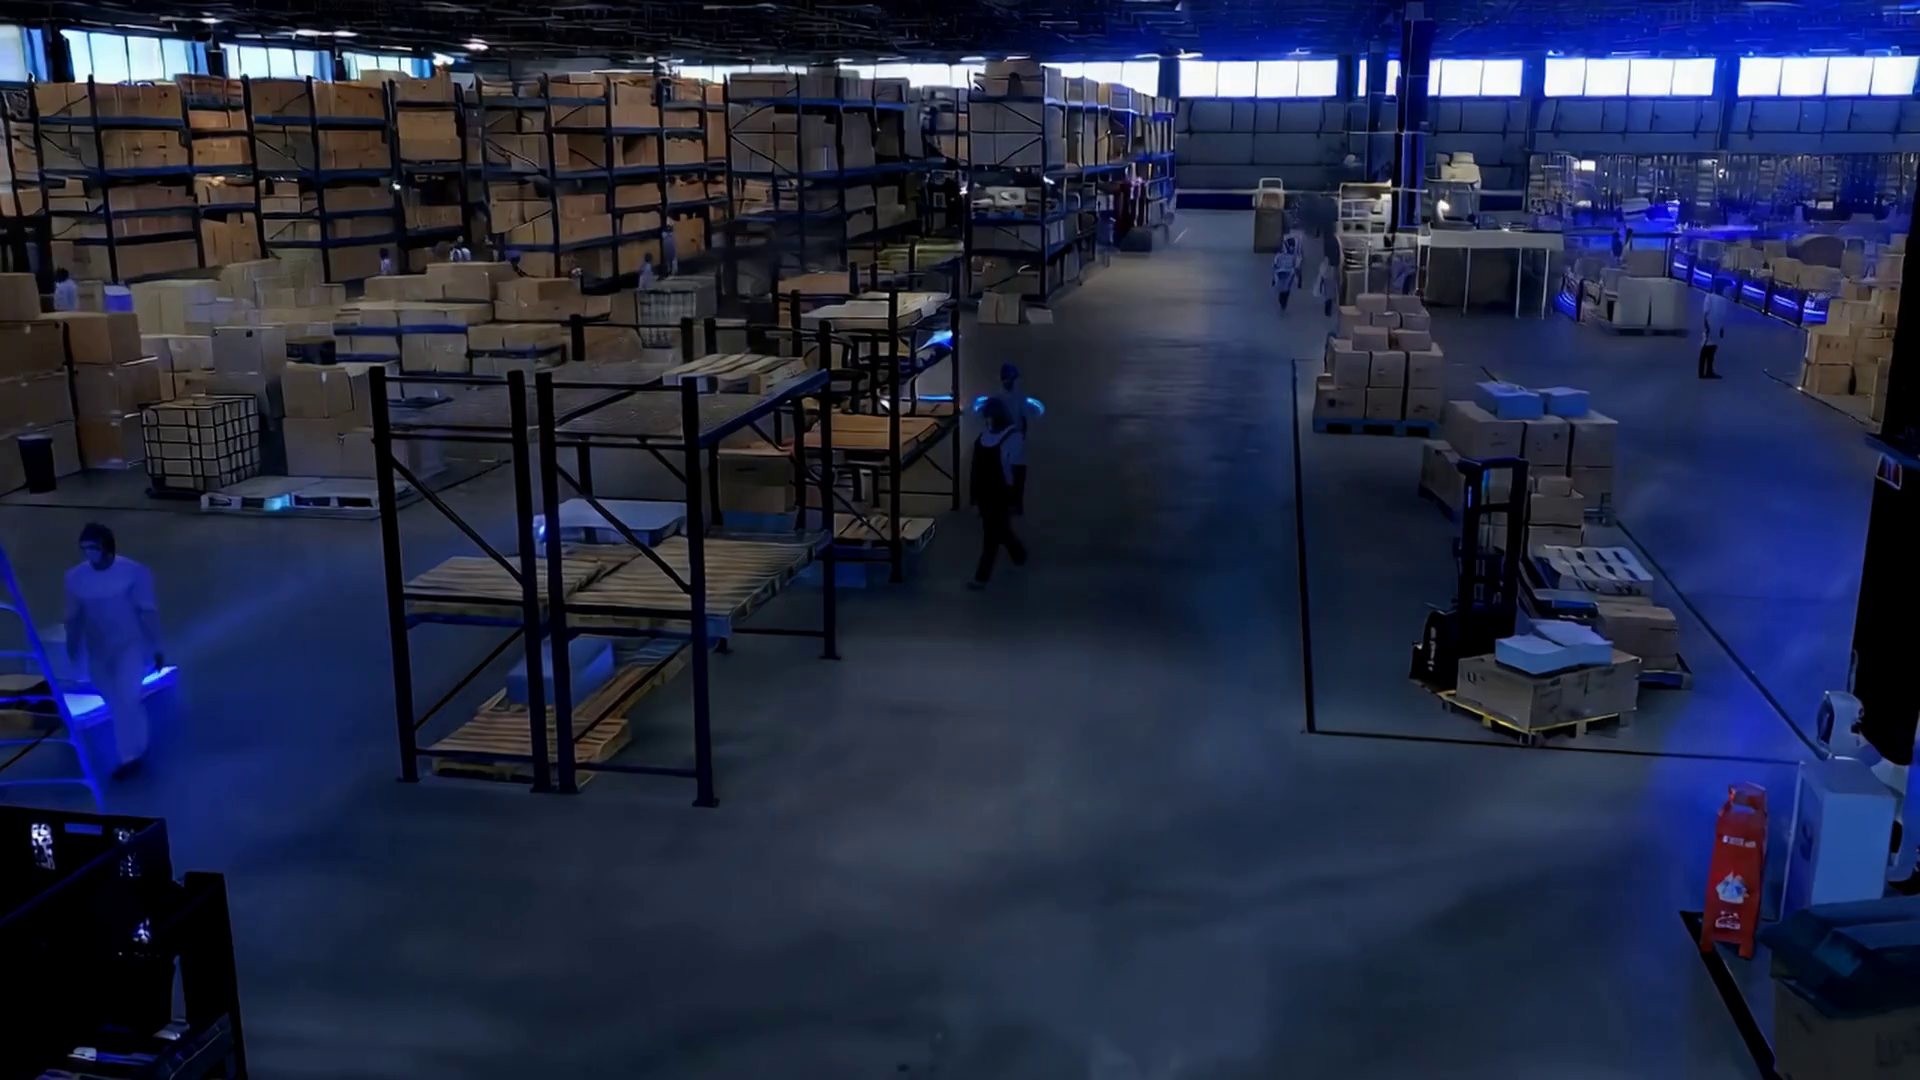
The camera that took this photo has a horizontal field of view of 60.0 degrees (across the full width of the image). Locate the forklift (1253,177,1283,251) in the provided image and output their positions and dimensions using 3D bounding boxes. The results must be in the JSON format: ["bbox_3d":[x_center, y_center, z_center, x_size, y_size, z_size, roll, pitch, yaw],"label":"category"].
[{"bbox_3d":[12.083,-12.747,64.956,1.129,2.768,1.873,3,14,10],"label":"forklift"}]

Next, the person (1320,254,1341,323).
[{"bbox_3d":[9.029,-6.123,40.499,0.551,1.685,0.366,-5,15,-20],"label":"person"}]

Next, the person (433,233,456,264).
[{"bbox_3d":[-14.345,-7.657,46.503,0.730,1.825,0.651,-5,15,-20],"label":"person"}]

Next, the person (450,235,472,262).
[{"bbox_3d":[-13.202,-7.105,44.051,0.560,1.906,0.751,-4,14,-15],"label":"person"}]

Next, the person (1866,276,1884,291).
[{"bbox_3d":[17.264,-4.024,31.522,0.470,1.923,0.552,4,14,15],"label":"person"}]

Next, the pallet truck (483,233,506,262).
[{"bbox_3d":[-11.832,-7.026,43.548,1.885,1.965,0.823,8,16,28],"label":"pallet truck"}]

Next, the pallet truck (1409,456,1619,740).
[{"bbox_3d":[4.504,0.400,13.395,0.823,1.965,1.885,-6,15,-23],"label":"pallet truck"}]

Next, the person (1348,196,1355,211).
[{"bbox_3d":[19.529,-16.517,82.856,0.527,1.626,0.327,1,14,6],"label":"person"}]

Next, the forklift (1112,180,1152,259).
[{"bbox_3d":[6.082,-11.722,60.796,1.873,2.768,1.129,2,14,9],"label":"forklift"}]

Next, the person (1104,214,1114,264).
[{"bbox_3d":[5.248,-10.539,58.335,0.387,1.732,0.570,3,14,11],"label":"person"}]

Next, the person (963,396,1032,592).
[{"bbox_3d":[0.412,-0.537,17.114,0.988,2.000,0.691,-10,17,-36],"label":"person"}]

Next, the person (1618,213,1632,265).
[{"bbox_3d":[23.224,-10.508,58.060,0.403,1.817,0.606,9,16,32],"label":"person"}]

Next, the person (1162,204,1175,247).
[{"bbox_3d":[8.426,-12.750,67.345,0.525,1.725,0.890,1,14,3],"label":"person"}]

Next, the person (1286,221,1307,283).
[{"bbox_3d":[10.371,-8.884,51.307,0.664,1.886,0.640,3,14,11],"label":"person"}]

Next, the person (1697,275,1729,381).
[{"bbox_3d":[14.198,-3.992,31.308,0.607,1.957,0.392,-9,17,-34],"label":"person"}]

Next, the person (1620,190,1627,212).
[{"bbox_3d":[35.786,-18.238,89.564,0.320,1.755,0.559,-11,17,-37],"label":"person"}]

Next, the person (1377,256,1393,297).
[{"bbox_3d":[10.359,-6.145,40.749,0.518,1.610,0.465,-10,17,-35],"label":"person"}]

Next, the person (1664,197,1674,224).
[{"bbox_3d":[30.528,-13.817,71.496,0.654,1.810,0.602,2,14,9],"label":"person"}]

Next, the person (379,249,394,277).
[{"bbox_3d":[-14.599,-6.520,42.166,0.674,1.673,0.552,1,14,4],"label":"person"}]

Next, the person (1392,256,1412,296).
[{"bbox_3d":[9.811,-5.333,36.883,0.713,1.900,0.595,-5,15,-19],"label":"person"}]

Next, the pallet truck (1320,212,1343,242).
[{"bbox_3d":[15.874,-13.227,70.310,0.680,1.201,1.601,10,17,35],"label":"pallet truck"}]

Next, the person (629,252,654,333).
[{"bbox_3d":[-7.210,-5.710,38.451,1.051,1.880,0.644,-4,14,-15],"label":"person"}]

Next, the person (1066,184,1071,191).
[{"bbox_3d":[5.566,-18.101,88.758,0.653,1.884,1.042,2,14,8],"label":"person"}]

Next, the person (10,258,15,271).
[{"bbox_3d":[-20.511,-5.223,36.369,0.427,1.925,0.568,-1,14,-4],"label":"person"}]

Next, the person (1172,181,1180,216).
[{"bbox_3d":[11.783,-18.736,91.258,0.551,1.918,0.641,11,17,37],"label":"person"}]

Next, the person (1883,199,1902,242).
[{"bbox_3d":[39.341,-13.416,69.922,0.988,1.795,0.572,5,15,18],"label":"person"}]

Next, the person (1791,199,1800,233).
[{"bbox_3d":[35.332,-13.525,70.413,0.329,1.765,0.533,0,14,-1],"label":"person"}]

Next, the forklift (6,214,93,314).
[{"bbox_3d":[-20.173,-5.699,36.341,1.873,2.768,1.129,3,14,10],"label":"forklift"}]

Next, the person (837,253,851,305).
[{"bbox_3d":[-2.916,-6.486,42.168,0.823,1.607,0.509,-10,17,-34],"label":"person"}]

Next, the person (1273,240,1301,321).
[{"bbox_3d":[8.133,-6.457,41.292,0.656,1.989,0.835,6,15,22],"label":"person"}]

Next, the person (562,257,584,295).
[{"bbox_3d":[-9.340,-6.019,40.215,0.524,1.633,0.314,-1,14,-3],"label":"person"}]

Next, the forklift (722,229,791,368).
[{"bbox_3d":[-3.885,-4.362,30.913,1.129,2.768,1.873,3,14,10],"label":"forklift"}]

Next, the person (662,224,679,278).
[{"bbox_3d":[-8.641,-8.467,49.598,0.511,1.897,0.651,11,18,38],"label":"person"}]

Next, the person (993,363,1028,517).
[{"bbox_3d":[0.576,-1.215,20.208,0.513,1.876,0.328,8,16,30],"label":"person"}]

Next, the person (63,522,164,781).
[{"bbox_3d":[-6.055,0.808,11.895,0.665,1.922,0.454,1,14,3],"label":"person"}]

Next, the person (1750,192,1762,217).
[{"bbox_3d":[37.050,-15.382,77.523,0.620,1.995,1.083,2,14,7],"label":"person"}]

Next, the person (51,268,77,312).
[{"bbox_3d":[-18.689,-4.759,34.710,0.651,1.824,0.468,7,15,26],"label":"person"}]

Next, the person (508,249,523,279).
[{"bbox_3d":[-10.236,-5.665,38.083,0.833,1.973,0.618,-6,15,-21],"label":"person"}]
